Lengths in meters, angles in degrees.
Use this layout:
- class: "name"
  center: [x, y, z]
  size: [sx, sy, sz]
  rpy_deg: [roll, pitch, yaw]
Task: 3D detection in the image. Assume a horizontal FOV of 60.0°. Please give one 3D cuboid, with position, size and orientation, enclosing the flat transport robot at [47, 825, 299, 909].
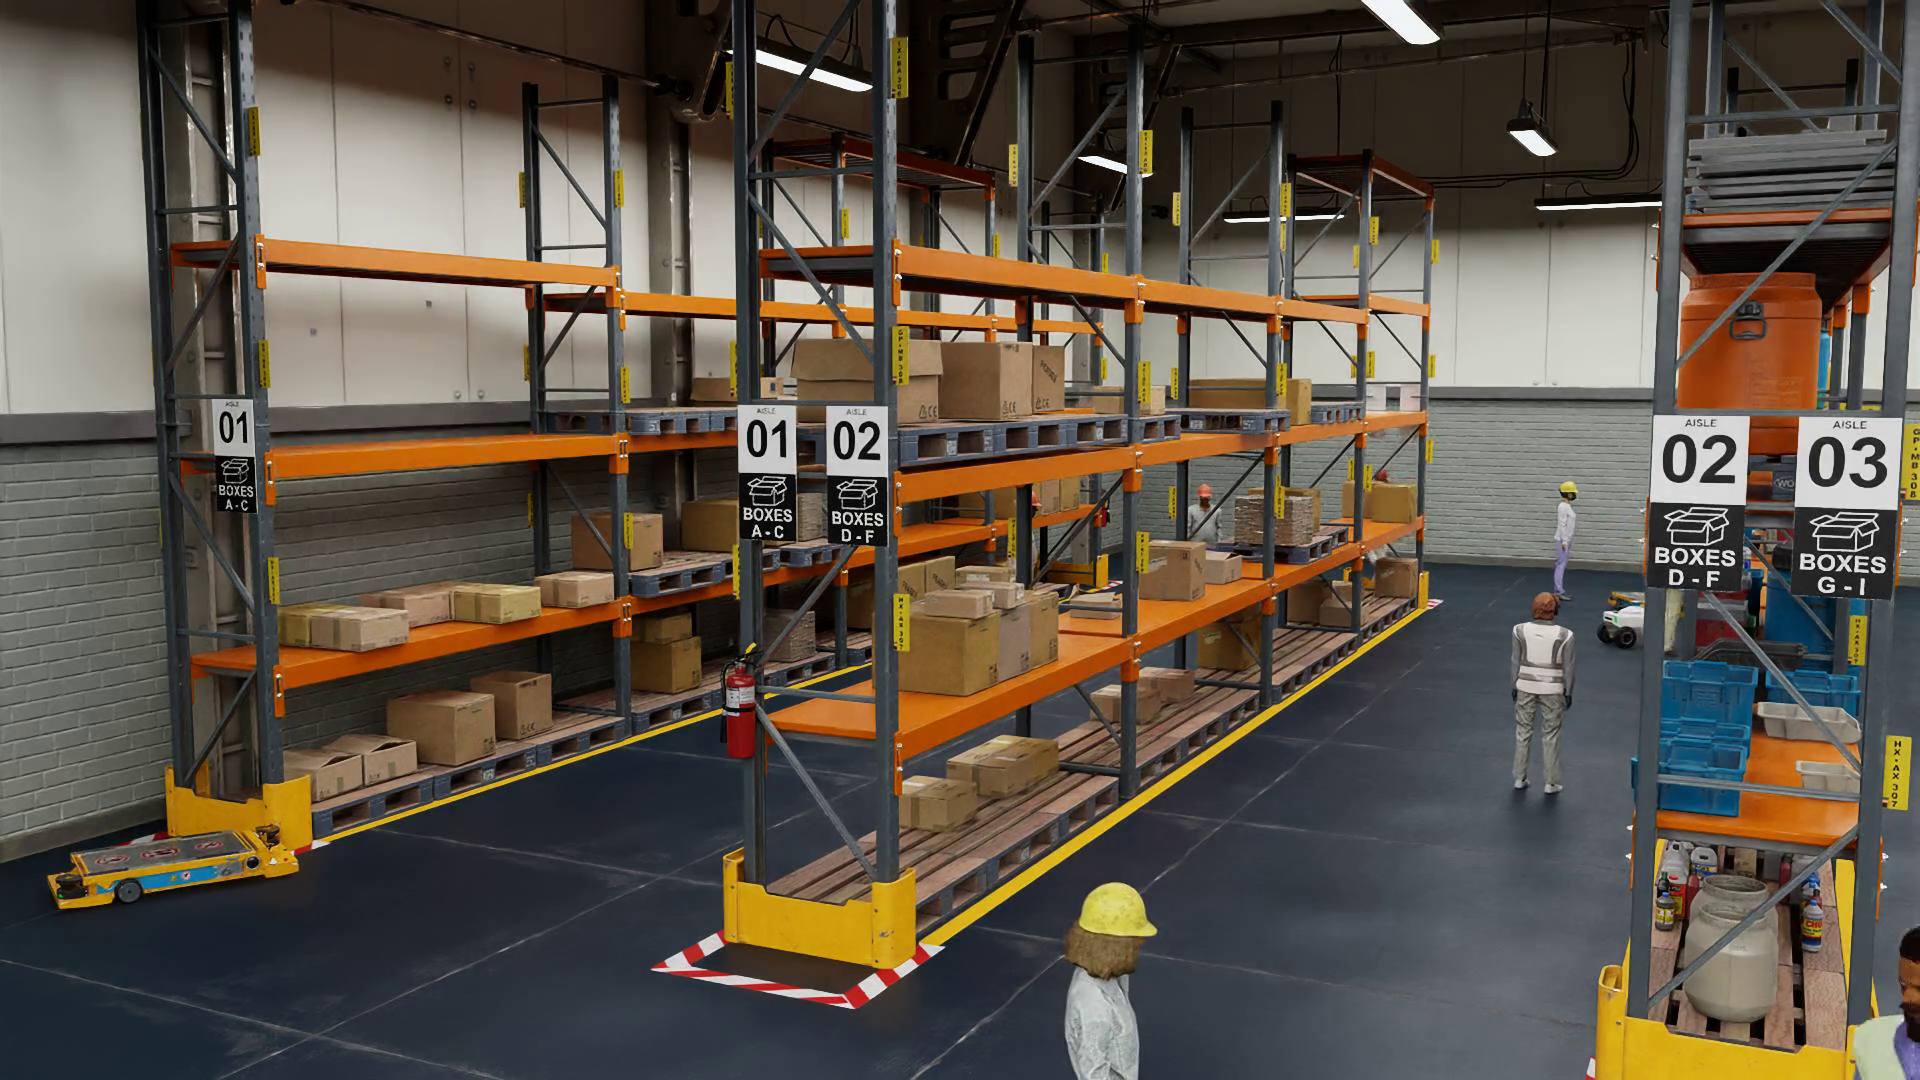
- class: "flat transport robot"
  center: [-5.219, 2.155, 11.044]
  size: [1.431, 0.197, 0.652]
  rpy_deg: [-4, 7, -34]

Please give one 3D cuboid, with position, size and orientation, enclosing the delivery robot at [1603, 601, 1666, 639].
- class: "delivery robot"
  center: [8.332, 0.994, 20.522]
  size: [0.707, 0.478, 0.477]
  rpy_deg: [-1, 6, -7]

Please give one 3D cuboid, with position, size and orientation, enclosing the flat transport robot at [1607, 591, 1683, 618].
- class: "flat transport robot"
  center: [9.654, 0.896, 23.293]
  size: [0.652, 0.197, 1.431]
  rpy_deg: [0, 6, 2]

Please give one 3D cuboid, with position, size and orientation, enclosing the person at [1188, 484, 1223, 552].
- class: "person"
  center: [3.578, 0.049, 24.392]
  size: [0.573, 1.749, 0.343]
  rpy_deg: [0, 6, -4]

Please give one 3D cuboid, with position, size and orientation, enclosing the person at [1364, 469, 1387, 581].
- class: "person"
  center: [6.569, -0.183, 26.059]
  size: [0.600, 1.872, 0.585]
  rpy_deg: [-3, 7, -26]

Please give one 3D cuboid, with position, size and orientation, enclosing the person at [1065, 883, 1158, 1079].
- class: "person"
  center: [0.491, 1.995, 5.561]
  size: [0.325, 1.736, 0.485]
  rpy_deg: [1, 6, 7]

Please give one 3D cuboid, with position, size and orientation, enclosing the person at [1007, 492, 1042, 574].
- class: "person"
  center: [0.769, 0.402, 19.850]
  size: [0.404, 1.991, 0.625]
  rpy_deg: [-1, 6, -5]

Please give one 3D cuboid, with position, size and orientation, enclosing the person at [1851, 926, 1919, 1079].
- class: "person"
  center: [2.786, 2.001, 4.684]
  size: [0.729, 1.900, 0.603]
  rpy_deg: [-3, 7, -28]

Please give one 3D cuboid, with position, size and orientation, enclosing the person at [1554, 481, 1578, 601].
- class: "person"
  center: [8.996, 0.012, 24.687]
  size: [0.315, 1.769, 0.523]
  rpy_deg: [3, 7, 27]

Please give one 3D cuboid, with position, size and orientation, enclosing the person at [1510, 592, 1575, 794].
- class: "person"
  center: [4.708, 1.234, 13.472]
  size: [0.509, 1.629, 0.314]
  rpy_deg: [4, 7, 32]
